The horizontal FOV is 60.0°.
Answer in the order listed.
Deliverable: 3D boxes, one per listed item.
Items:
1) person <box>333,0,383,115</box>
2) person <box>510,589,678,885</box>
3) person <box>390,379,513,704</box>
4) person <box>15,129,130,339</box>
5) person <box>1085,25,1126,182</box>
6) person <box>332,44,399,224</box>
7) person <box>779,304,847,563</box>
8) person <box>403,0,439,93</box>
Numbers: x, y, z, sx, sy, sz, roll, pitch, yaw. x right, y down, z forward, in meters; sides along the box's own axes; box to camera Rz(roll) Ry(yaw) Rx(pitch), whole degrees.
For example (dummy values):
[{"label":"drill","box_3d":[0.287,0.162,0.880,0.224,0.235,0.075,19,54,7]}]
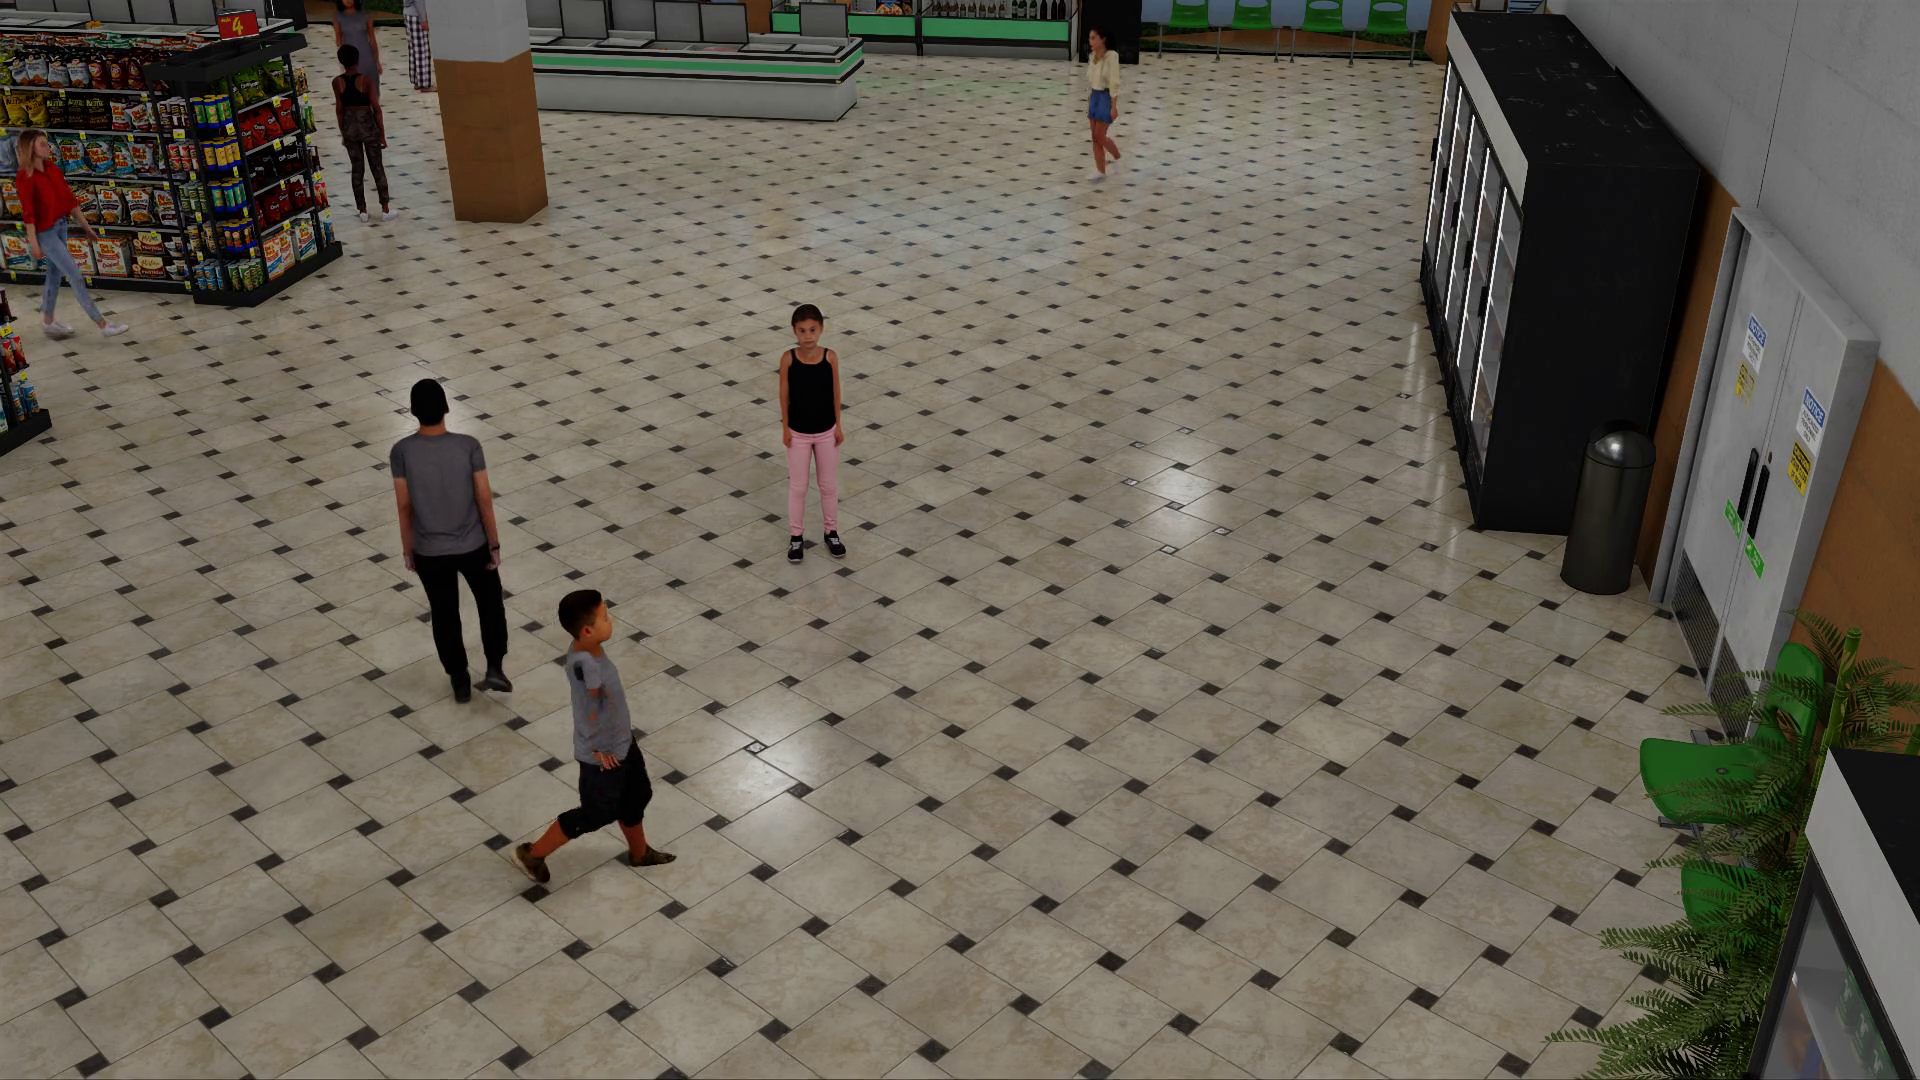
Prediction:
[{"label":"person","box_3d":[-6.818,-5.382,18.892,0.800,1.771,0.845,-10,29,-20]},{"label":"person","box_3d":[-1.581,0.822,7.026,1.044,1.438,0.832,-7,28,-13]},{"label":"person","box_3d":[-2.504,0.063,8.186,0.807,1.743,0.848,-8,28,-16]},{"label":"person","box_3d":[-7.212,-2.377,13.082,1.023,1.666,0.682,2,27,3]},{"label":"person","box_3d":[1.571,-4.583,17.484,0.869,1.619,0.810,-17,32,-30]},{"label":"person","box_3d":[-5.812,-3.946,16.138,0.542,1.700,0.696,-2,27,-5]},{"label":"person","box_3d":[-0.872,-0.636,9.760,0.561,1.565,0.660,-6,28,-12]},{"label":"person","box_3d":[-7.066,-6.770,21.545,0.756,1.846,0.695,-18,32,-31]}]
